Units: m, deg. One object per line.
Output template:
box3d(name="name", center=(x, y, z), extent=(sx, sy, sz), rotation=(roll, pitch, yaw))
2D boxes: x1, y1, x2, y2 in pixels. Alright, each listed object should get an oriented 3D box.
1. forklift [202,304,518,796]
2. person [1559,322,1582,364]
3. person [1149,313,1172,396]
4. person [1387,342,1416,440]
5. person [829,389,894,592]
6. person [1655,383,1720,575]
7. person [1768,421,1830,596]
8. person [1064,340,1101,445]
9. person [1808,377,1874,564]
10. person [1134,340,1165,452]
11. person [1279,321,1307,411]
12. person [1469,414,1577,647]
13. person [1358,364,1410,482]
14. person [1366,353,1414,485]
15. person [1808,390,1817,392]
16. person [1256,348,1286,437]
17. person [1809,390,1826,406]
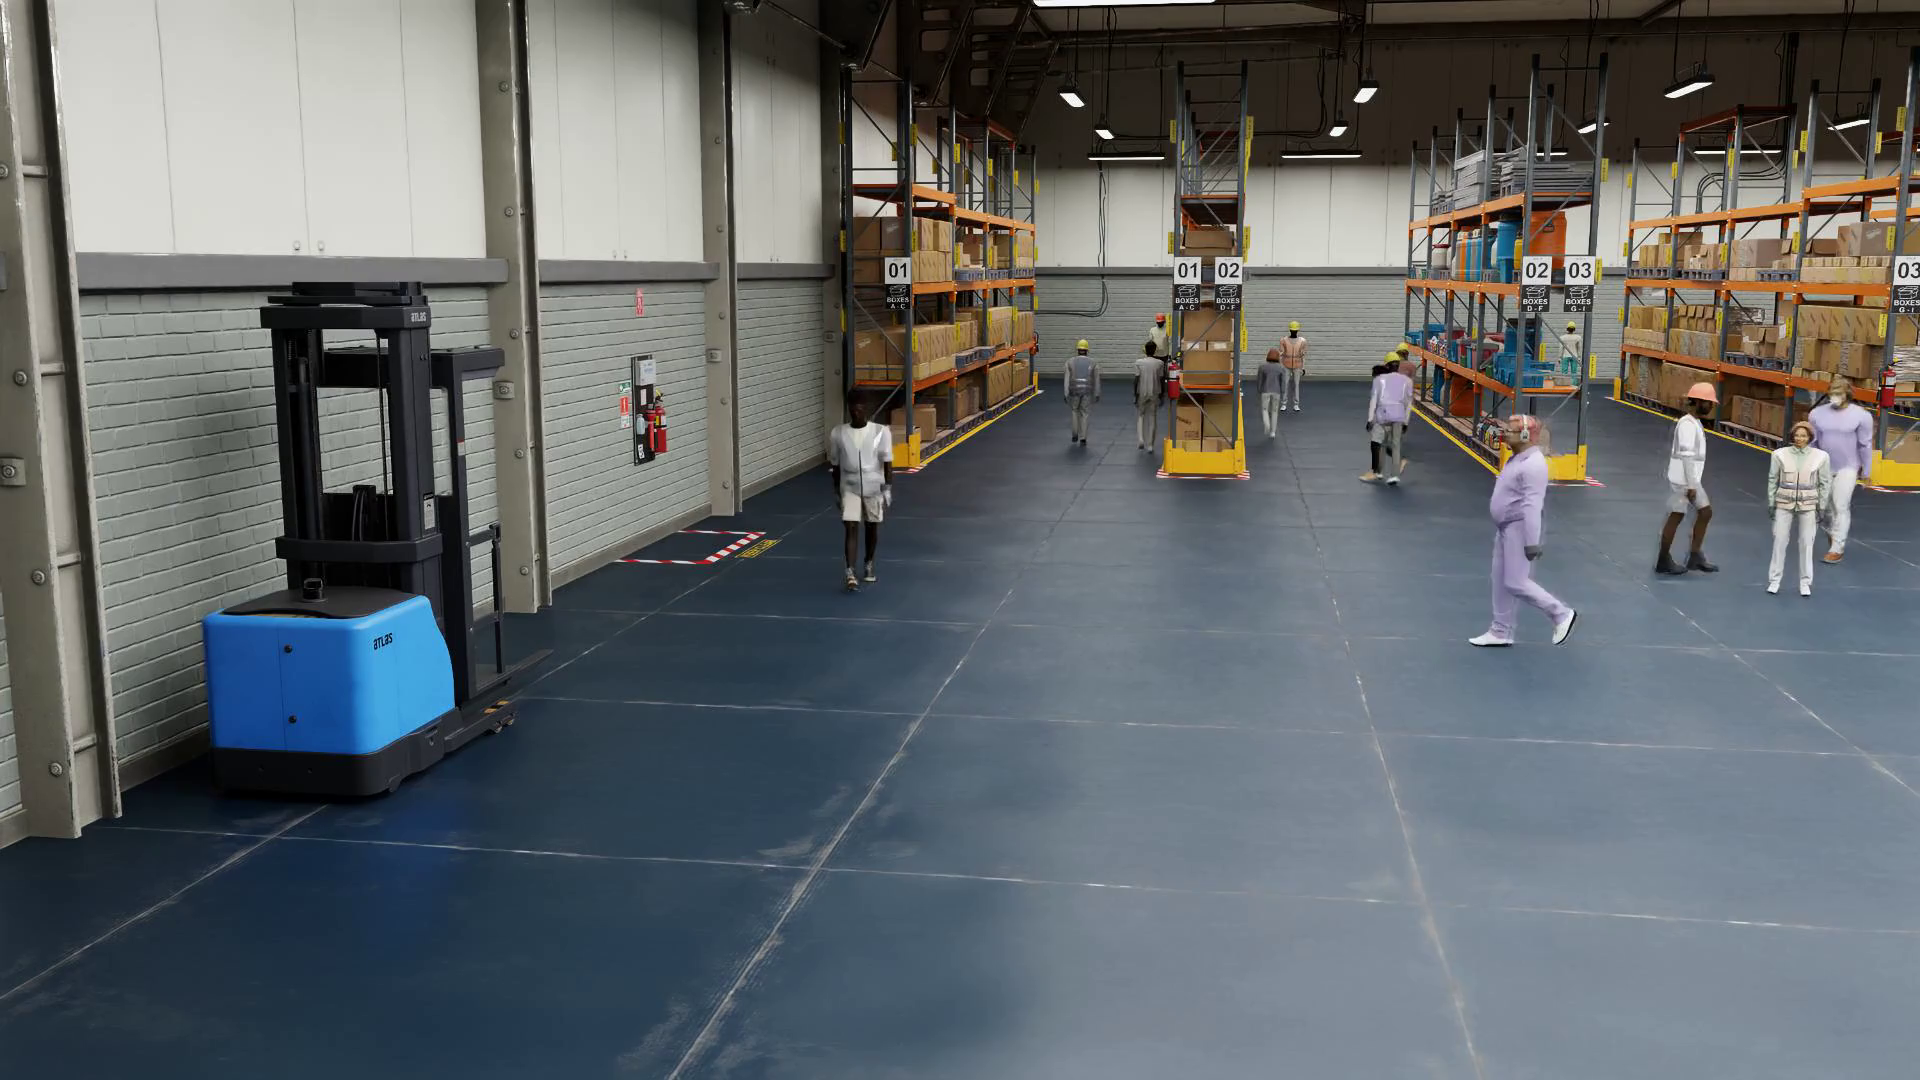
box3d(name="forklift", center=(-3.673, -0.038, 10.147), extent=(1.129, 2.768, 1.873), rotation=(1, 9, 9))
box3d(name="person", center=(14.886, -4.442, 40.605), extent=(0.525, 1.769, 0.308), rotation=(2, 9, 9))
box3d(name="person", center=(4.837, -4.491, 40.224), extent=(0.611, 1.988, 0.391), rotation=(4, 10, 22))
box3d(name="person", center=(7.797, -2.619, 29.406), extent=(0.523, 1.748, 0.692), rotation=(0, 9, 2))
box3d(name="person", center=(-0.936, -0.489, 15.841), extent=(0.609, 1.903, 1.054), rotation=(0, 9, -2))
box3d(name="person", center=(7.291, -0.595, 16.440), extent=(0.735, 1.904, 0.583), rotation=(6, 11, 31))
box3d(name="person", center=(7.781, -0.295, 15.461), extent=(0.503, 1.630, 0.318), rotation=(5, 10, 28))
box3d(name="person", center=(2.136, -2.577, 28.971), extent=(0.629, 1.801, 0.778), rotation=(1, 9, 7))
box3d(name="person", center=(9.163, -0.739, 17.298), extent=(0.650, 1.922, 0.646), rotation=(-9, 13, -42))
box3d(name="person", center=(3.161, -2.404, 27.775), extent=(0.495, 1.848, 0.692), rotation=(2, 9, 10))
box3d(name="person", center=(7.145, -3.737, 35.760), extent=(0.585, 1.929, 0.364), rotation=(1, 9, 8))
box3d(name="person", center=(4.501, -0.061, 13.225), extent=(0.709, 1.887, 0.650), rotation=(1, 9, 6))
box3d(name="person", center=(6.085, -1.672, 23.761), extent=(0.656, 1.679, 0.531), rotation=(1, 9, 5))
box3d(name="person", center=(6.103, -1.730, 23.668), extent=(0.659, 1.858, 1.010), rotation=(1, 9, 5))
box3d(name="person", center=(21.333, -4.490, 41.308), extent=(0.507, 1.631, 0.266), rotation=(-2, 9, -11))
box3d(name="person", center=(5.610, -2.645, 29.975), extent=(0.517, 1.616, 0.533), rotation=(1, 9, 5))
box3d(name="person", center=(18.458, -3.701, 35.744), extent=(0.582, 1.867, 0.478), rotation=(2, 9, 11))
